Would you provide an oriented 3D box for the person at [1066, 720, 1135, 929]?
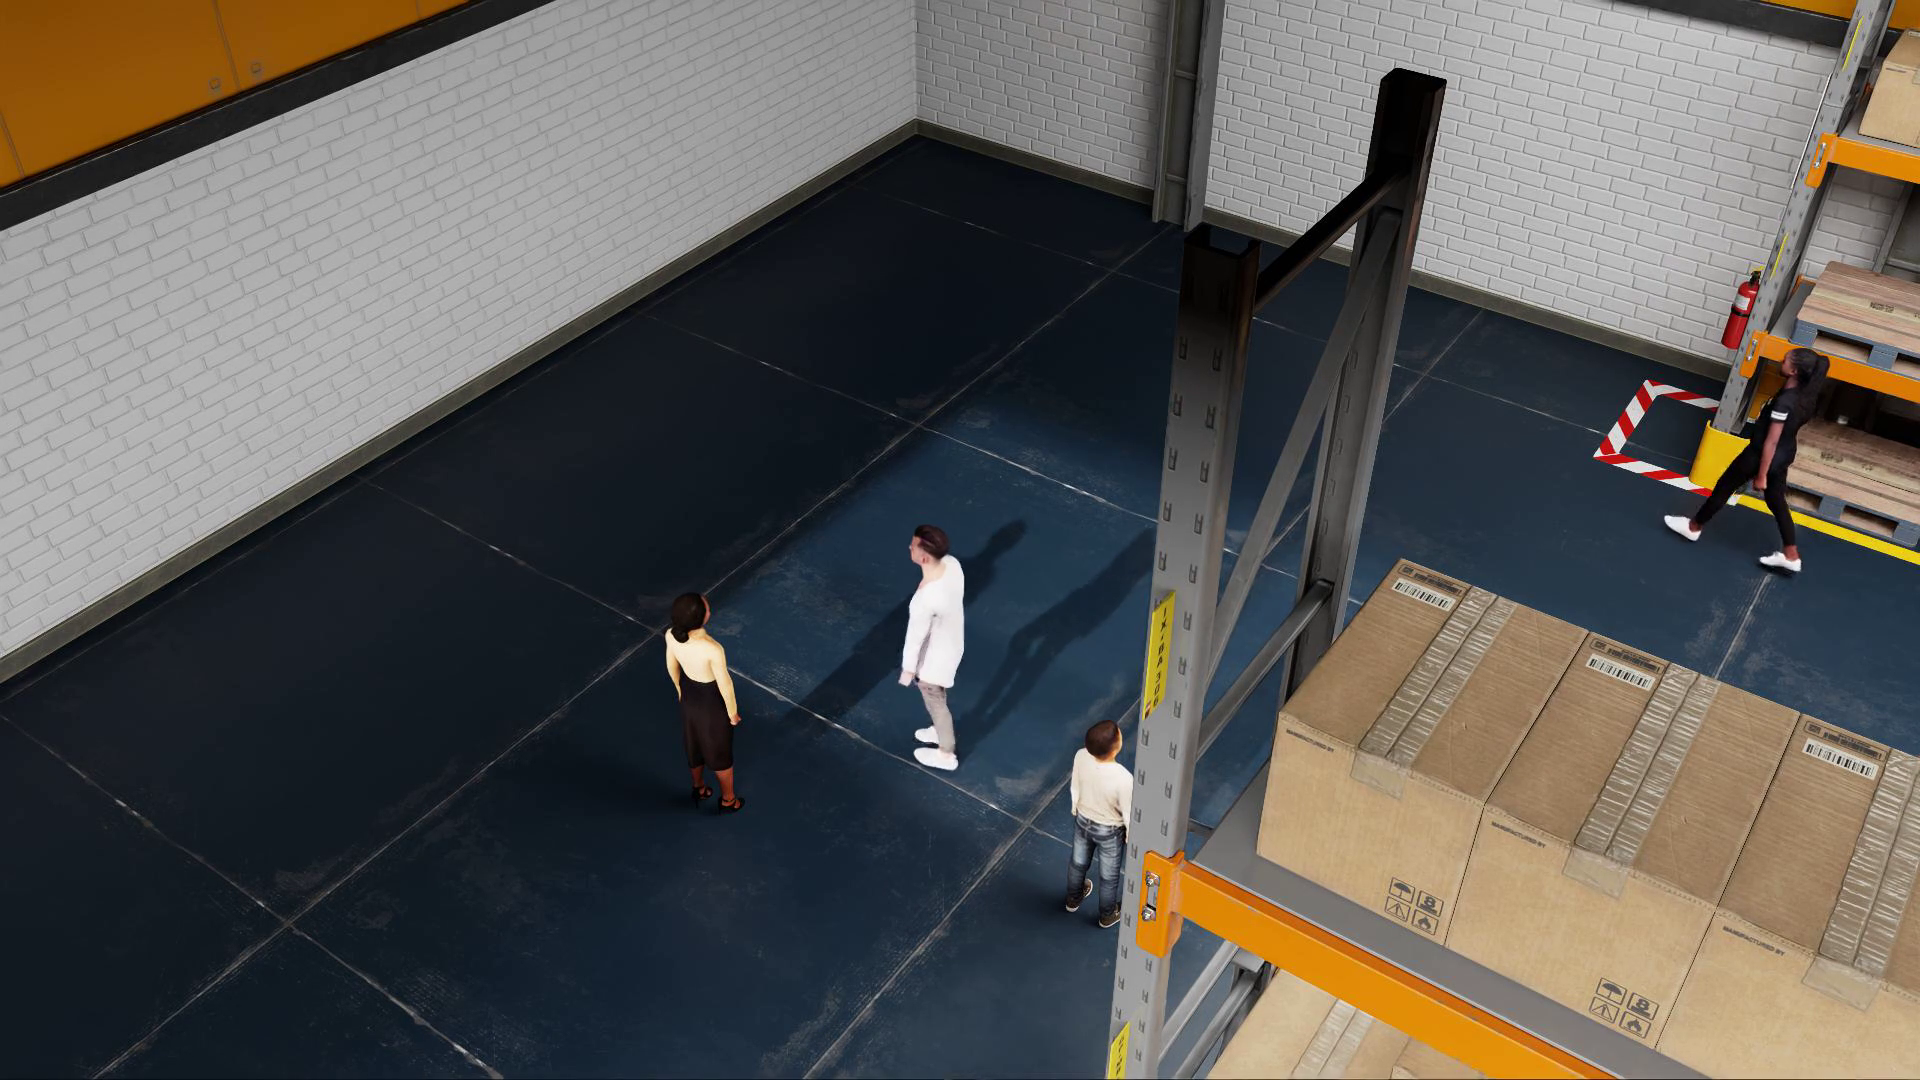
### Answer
[{"bbox_3d":[0.750,1.520,8.958,0.428,1.464,0.610,24,45,27],"label":"person"}]

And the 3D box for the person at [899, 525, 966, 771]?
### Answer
[{"bbox_3d":[-0.069,0.661,9.739,0.698,1.831,0.750,14,41,17],"label":"person"}]

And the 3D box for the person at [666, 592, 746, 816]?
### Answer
[{"bbox_3d":[-1.465,0.945,9.526,0.503,1.653,0.648,18,42,21],"label":"person"}]

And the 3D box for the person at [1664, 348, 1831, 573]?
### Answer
[{"bbox_3d":[5.581,-0.506,11.321,0.782,1.680,1.234,-32,48,-33],"label":"person"}]
